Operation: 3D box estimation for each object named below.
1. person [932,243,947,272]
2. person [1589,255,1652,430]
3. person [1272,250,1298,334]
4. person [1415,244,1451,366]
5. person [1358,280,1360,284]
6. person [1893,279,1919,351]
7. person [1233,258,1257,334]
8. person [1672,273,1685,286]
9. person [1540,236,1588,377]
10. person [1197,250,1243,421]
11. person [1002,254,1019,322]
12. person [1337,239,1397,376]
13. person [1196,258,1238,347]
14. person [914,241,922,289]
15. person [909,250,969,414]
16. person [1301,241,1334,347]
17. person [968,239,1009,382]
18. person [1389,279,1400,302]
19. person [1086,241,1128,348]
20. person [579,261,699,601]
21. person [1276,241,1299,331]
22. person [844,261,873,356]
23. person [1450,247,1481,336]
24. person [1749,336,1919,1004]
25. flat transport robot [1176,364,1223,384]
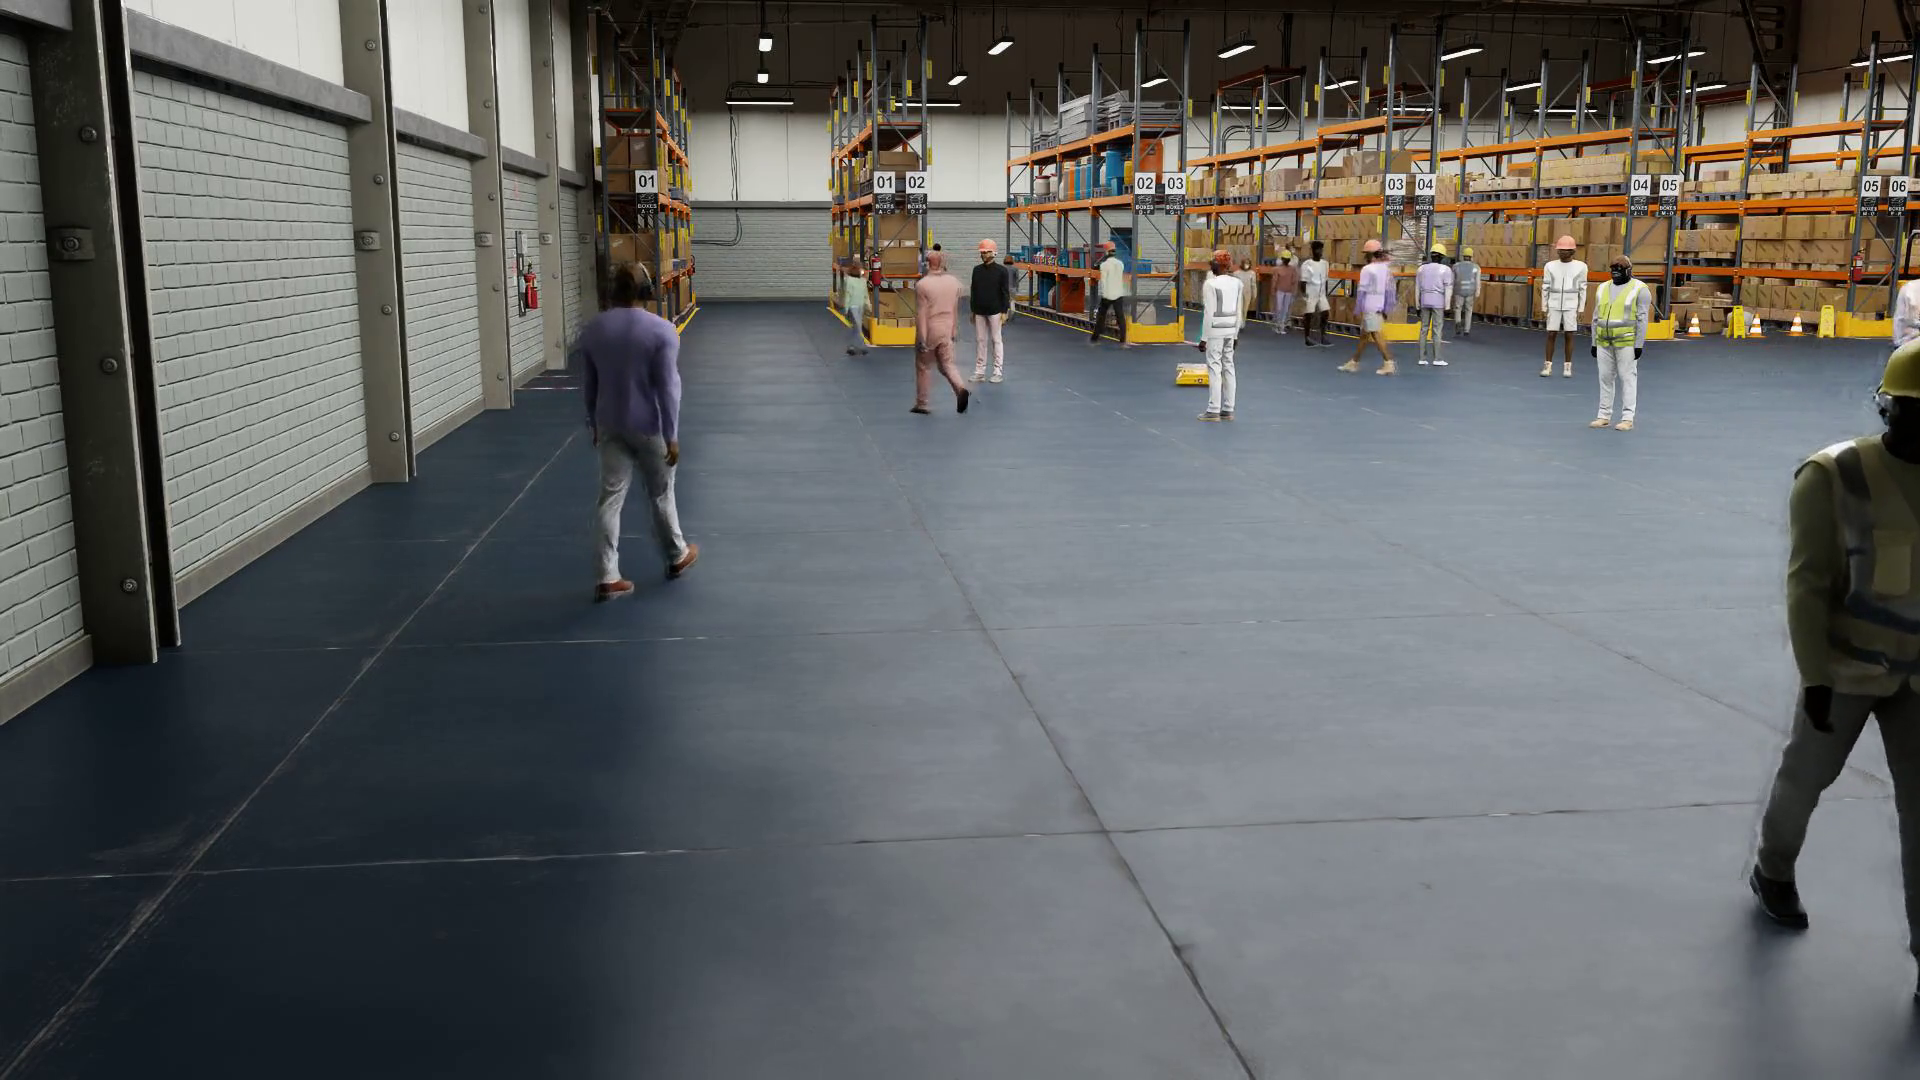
[{"bbox_3d":[-0.568,-6.457,41.472,0.512,1.868,0.328,-1,10,-7],"label":"person"},{"bbox_3d":[6.938,-2.076,17.559,0.430,1.836,0.627,-8,13,-36],"label":"person"},{"bbox_3d":[6.785,-5.157,34.669,0.525,1.748,0.548,-3,11,-14],"label":"person"},{"bbox_3d":[7.476,-3.706,26.259,0.590,1.914,0.399,9,14,42],"label":"person"},{"bbox_3d":[12.204,-8.041,50.069,0.776,1.895,0.608,7,13,35],"label":"person"},{"bbox_3d":[10.323,-2.093,17.731,0.655,1.791,0.908,5,12,26],"label":"person"},{"bbox_3d":[6.003,-5.153,35.106,0.511,1.579,0.885,0,10,-2],"label":"person"},{"bbox_3d":[18.522,-6.803,43.227,0.590,1.918,0.386,3,11,16],"label":"person"},{"bbox_3d":[8.721,-3.366,24.047,0.609,2.040,0.395,5,12,27],"label":"person"},{"bbox_3d":[2.865,-2.252,18.371,0.584,1.882,0.345,-9,13,-39],"label":"person"},{"bbox_3d":[1.146,-6.044,39.899,0.502,1.617,0.493,-1,10,-4],"label":"person"},{"bbox_3d":[6.049,-3.411,24.449,1.032,1.994,0.623,10,14,43],"label":"person"},{"bbox_3d":[4.685,-4.345,30.286,0.900,1.718,0.540,6,12,32],"label":"person"},{"bbox_3d":[-0.924,-6.585,41.999,0.542,1.924,0.471,-4,11,-19],"label":"person"},{"bbox_3d":[-0.254,-2.356,18.940,0.651,1.885,0.791,-8,13,-38],"label":"person"},{"bbox_3d":[6.552,-4.472,30.373,0.651,1.938,0.779,-4,11,-22],"label":"person"},{"bbox_3d":[0.395,-3.201,23.265,0.609,1.996,0.383,7,13,34],"label":"person"},{"bbox_3d":[10.326,-6.144,39.878,0.509,1.839,0.889,1,10,6],"label":"person"},{"bbox_3d":[2.744,-4.498,30.540,0.605,1.936,1.044,-7,12,-34],"label":"person"},{"bbox_3d":[-1.841,-0.642,9.534,0.651,1.882,1.003,3,11,16],"label":"person"},{"bbox_3d":[7.088,-5.491,36.011,0.625,1.934,0.363,-8,13,-36],"label":"person"},{"bbox_3d":[-1.680,-3.927,28.312,0.796,1.594,0.521,7,13,35],"label":"person"},{"bbox_3d":[10.279,-5.039,33.828,0.615,1.816,0.449,3,11,17],"label":"person"},{"bbox_3d":[2.529,0.321,4.563,0.585,1.788,0.970,1,10,4],"label":"person"},{"bbox_3d":[3.356,-2.325,23.193,0.652,0.197,1.431,2,10,8],"label":"flat transport robot"}]
